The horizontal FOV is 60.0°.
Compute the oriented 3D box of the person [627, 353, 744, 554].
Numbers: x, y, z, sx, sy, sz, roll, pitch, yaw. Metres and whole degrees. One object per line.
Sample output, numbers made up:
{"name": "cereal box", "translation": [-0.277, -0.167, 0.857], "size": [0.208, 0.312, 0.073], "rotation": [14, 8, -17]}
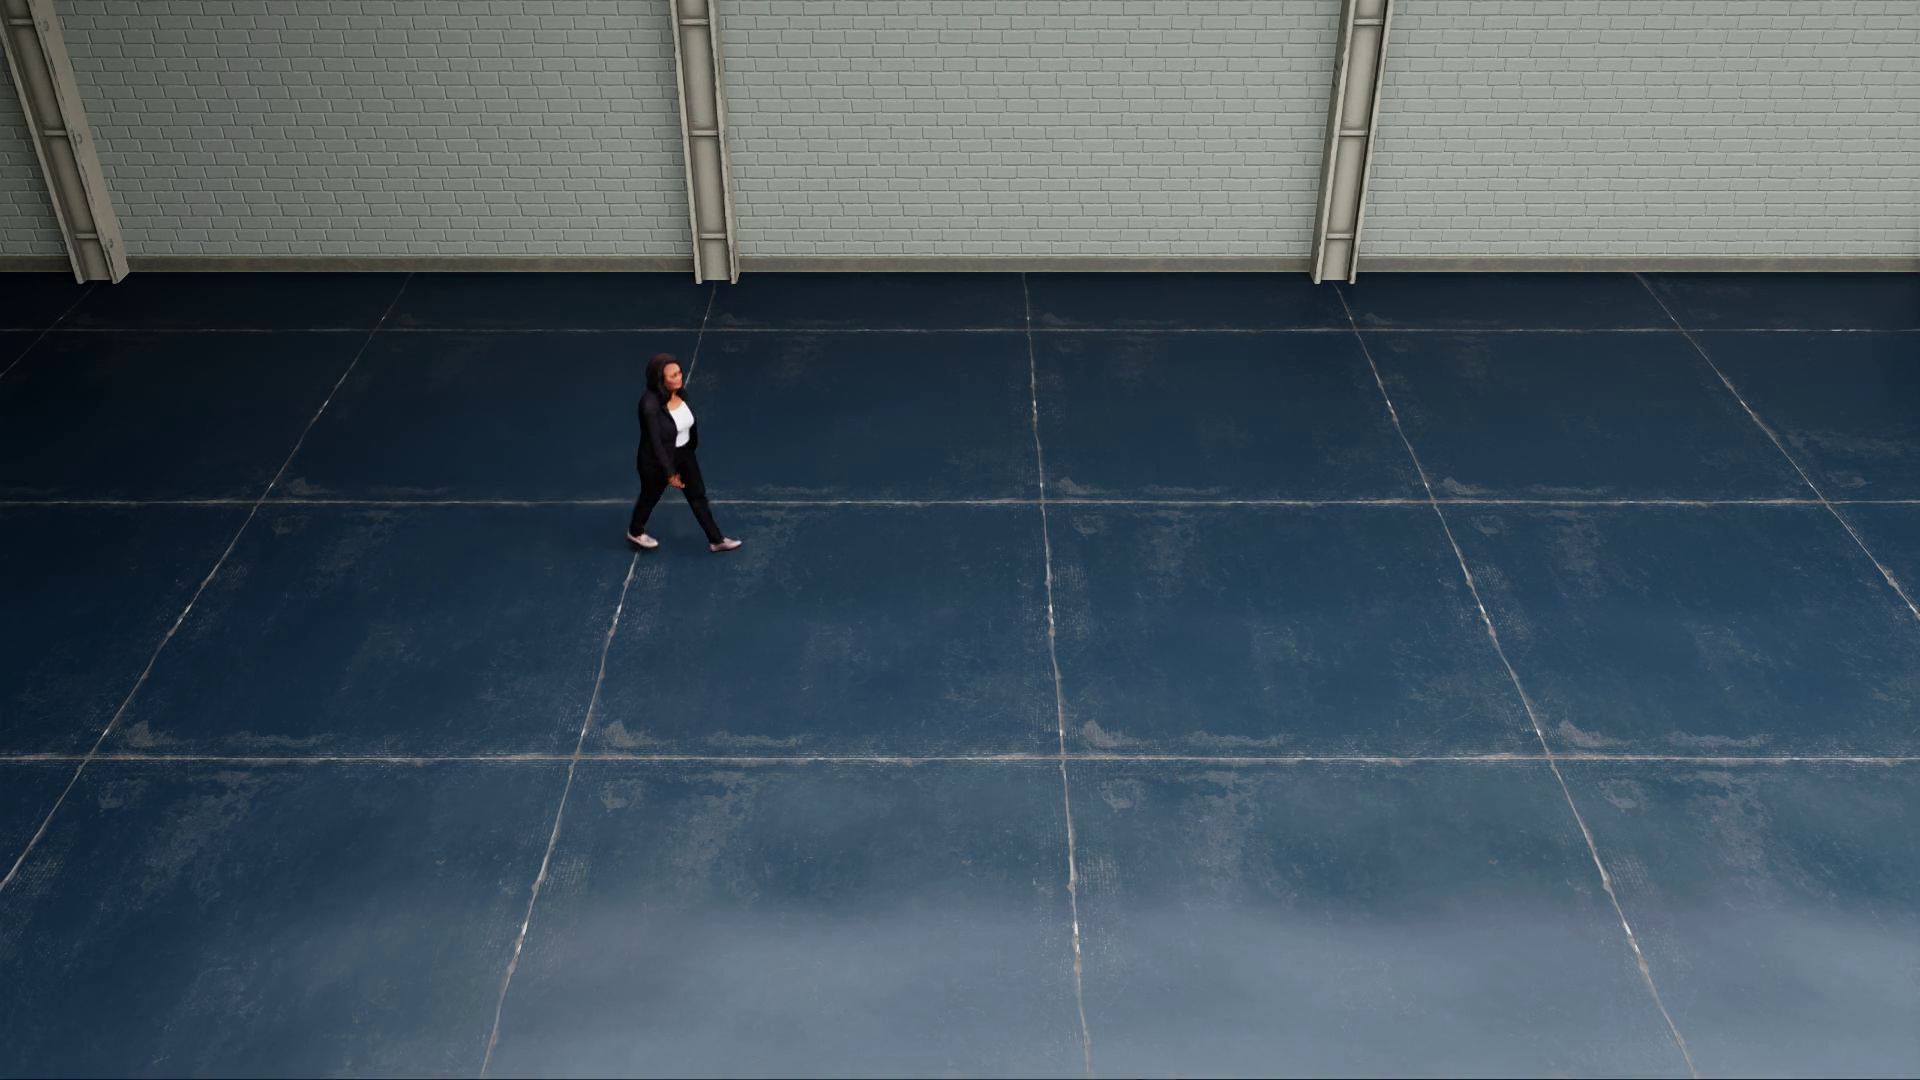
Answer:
{"name": "person", "translation": [-2.143, -0.567, 11.719], "size": [1.200, 1.570, 0.931], "rotation": [13, 35, 19]}
